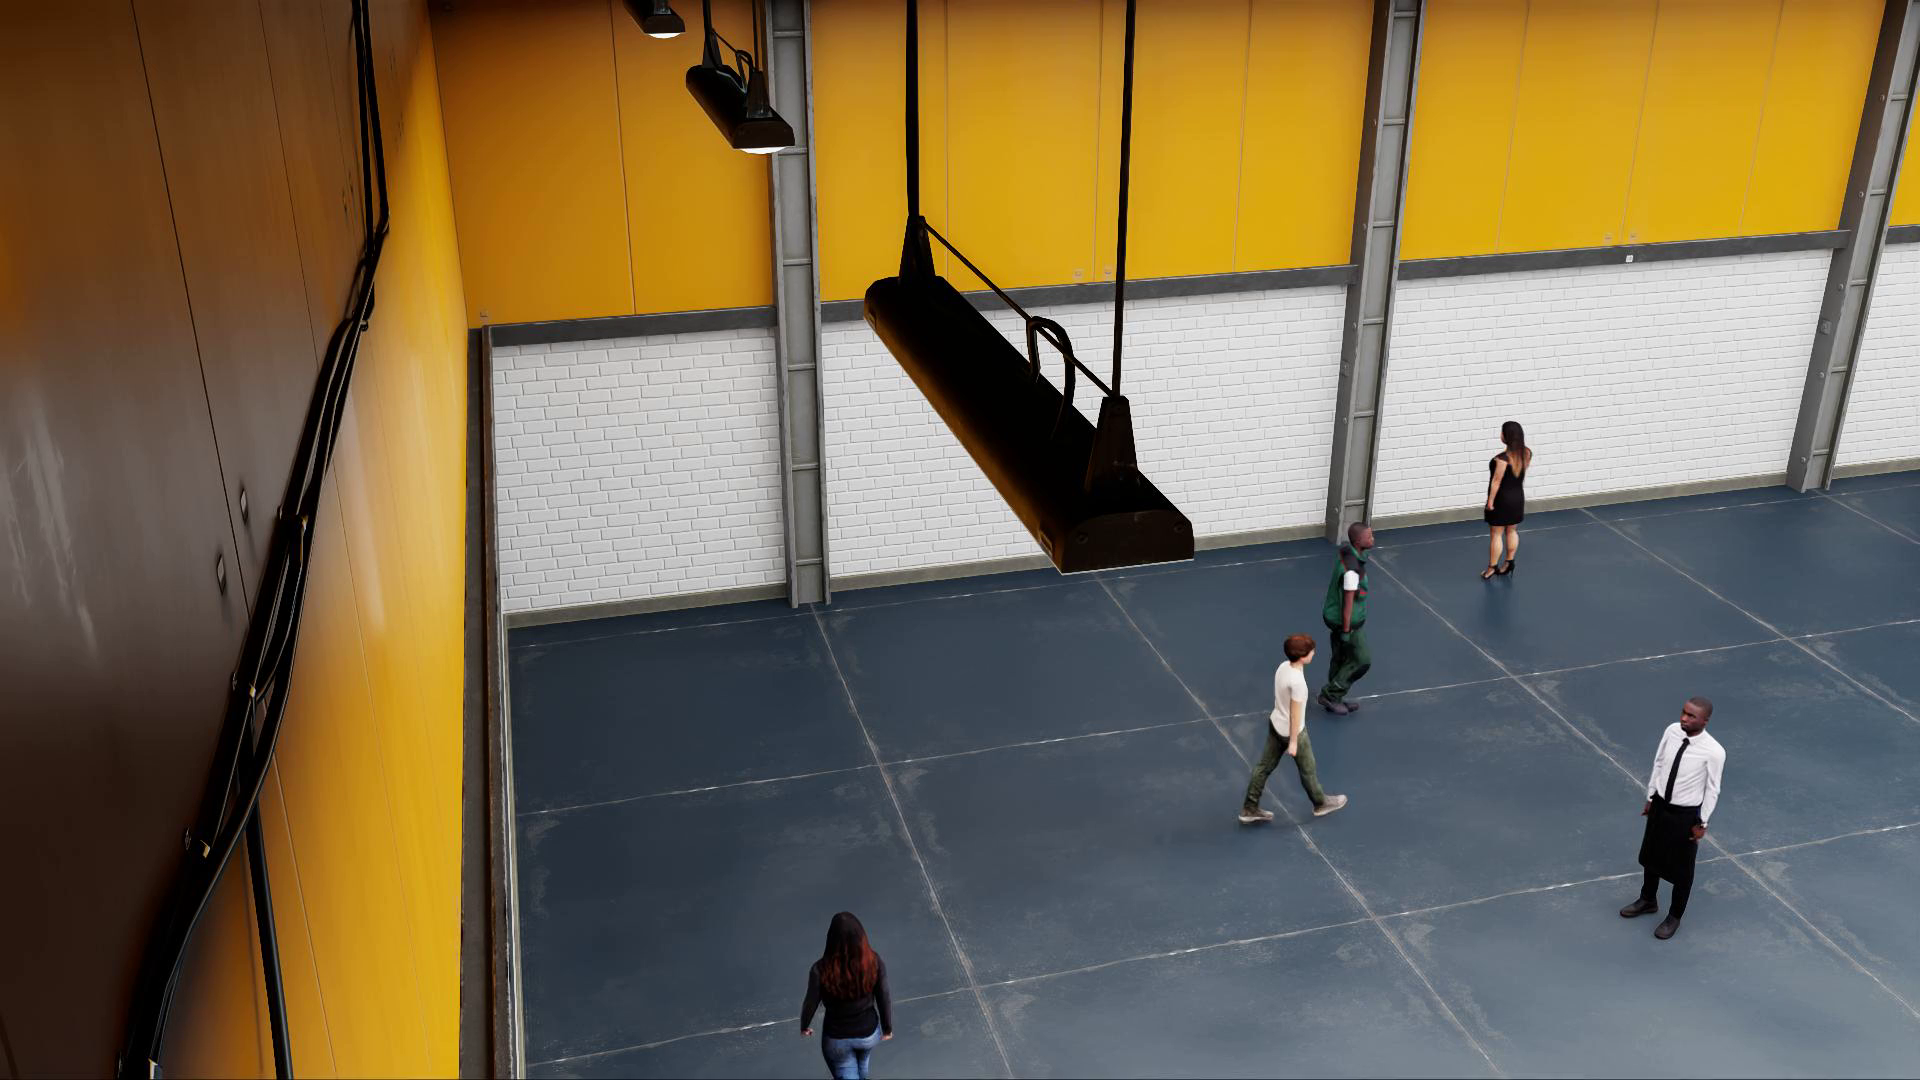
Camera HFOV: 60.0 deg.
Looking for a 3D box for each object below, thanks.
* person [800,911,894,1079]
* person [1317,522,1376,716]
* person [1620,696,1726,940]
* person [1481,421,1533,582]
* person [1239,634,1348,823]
[{"bbox_3d":[-0.613,2.920,9.619,1.049,1.588,0.761,-8,25,-17],"label":"person"},{"bbox_3d":[3.267,0.685,14.432,0.760,1.828,0.766,2,24,4],"label":"person"},{"bbox_3d":[5.030,1.902,11.638,0.638,1.837,0.697,-14,27,-29],"label":"person"},{"bbox_3d":[5.620,-0.396,17.048,0.640,1.714,0.786,-15,28,-30],"label":"person"},{"bbox_3d":[2.459,1.493,12.858,1.104,1.609,0.632,-5,24,-12],"label":"person"}]
